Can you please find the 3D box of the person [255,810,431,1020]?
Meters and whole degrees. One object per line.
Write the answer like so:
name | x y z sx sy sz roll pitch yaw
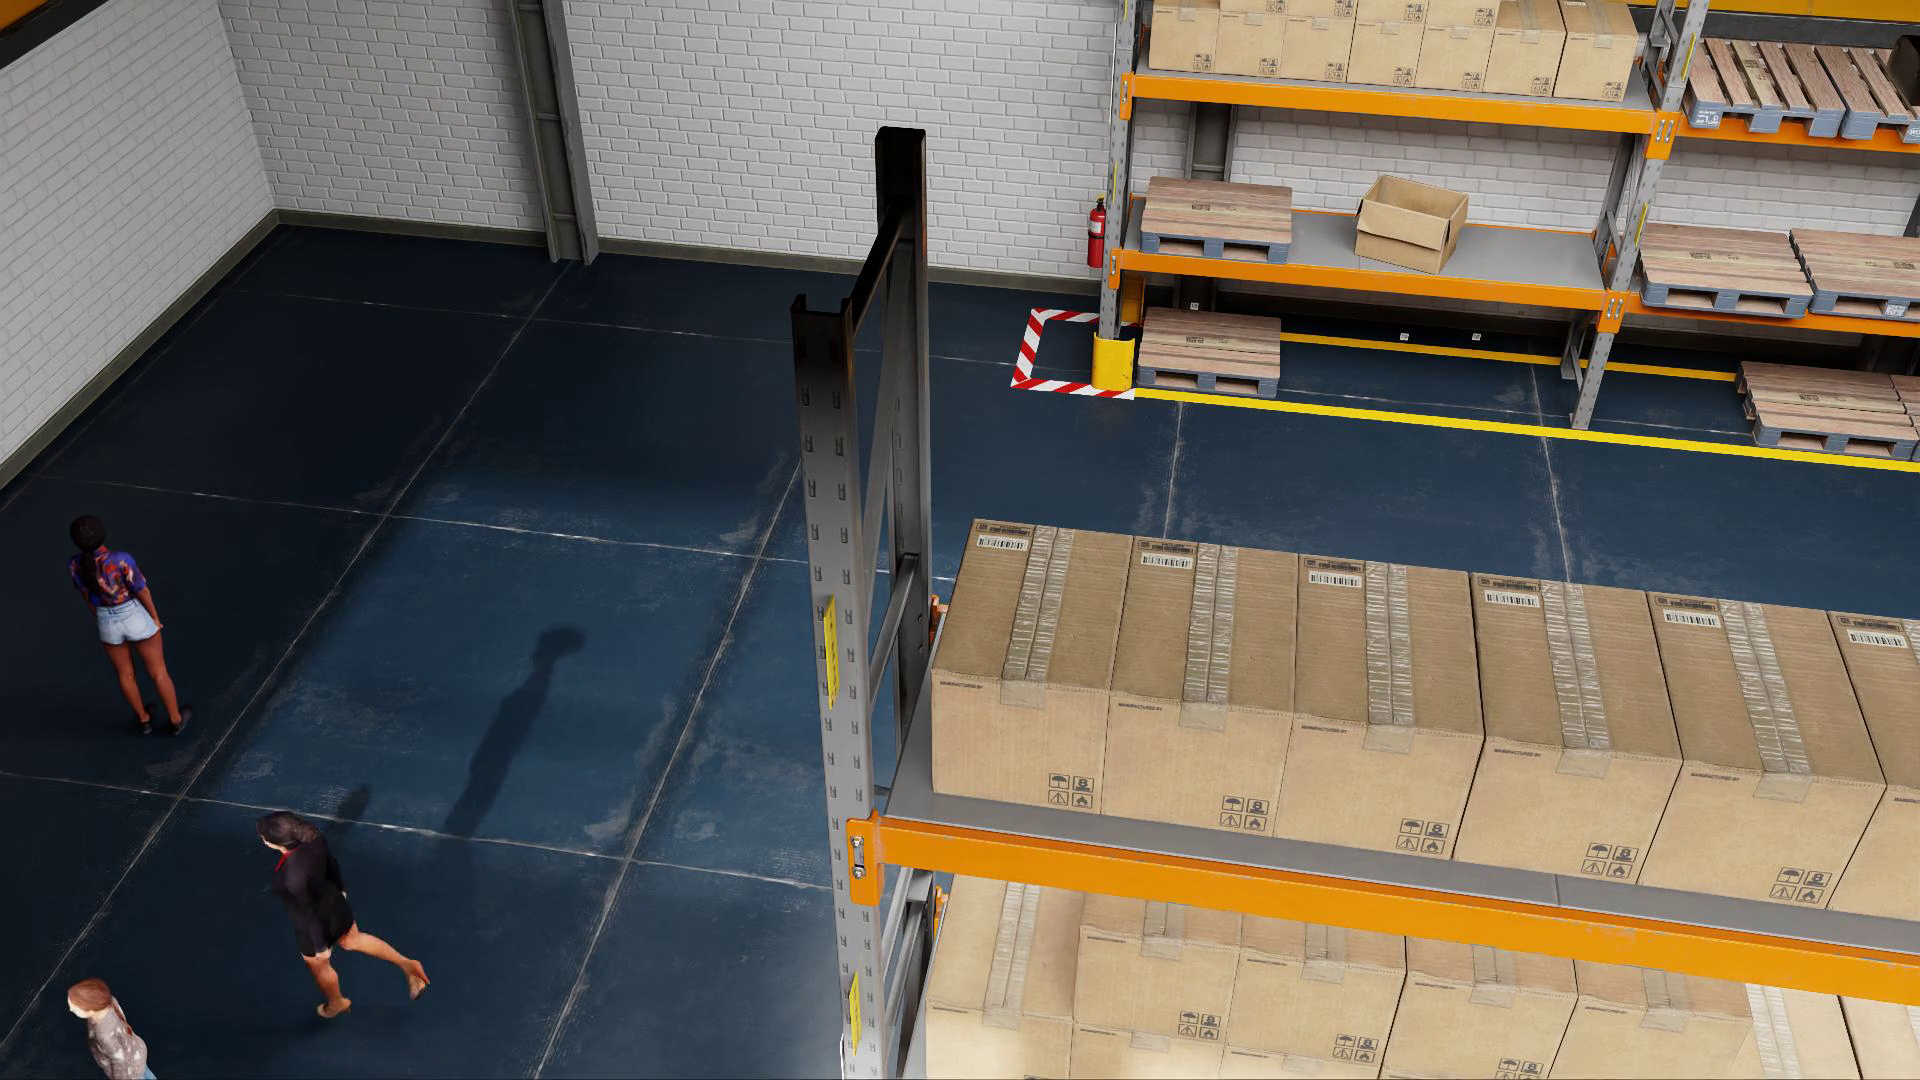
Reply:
person | -3.310 2.038 8.884 0.920 1.612 0.647 0 39 0

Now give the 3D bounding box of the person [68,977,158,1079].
person | -4.265 2.630 8.476 0.590 1.194 0.560 -14 41 -17

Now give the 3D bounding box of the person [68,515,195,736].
person | -5.347 0.547 10.646 0.559 1.742 0.699 -5 39 -6
